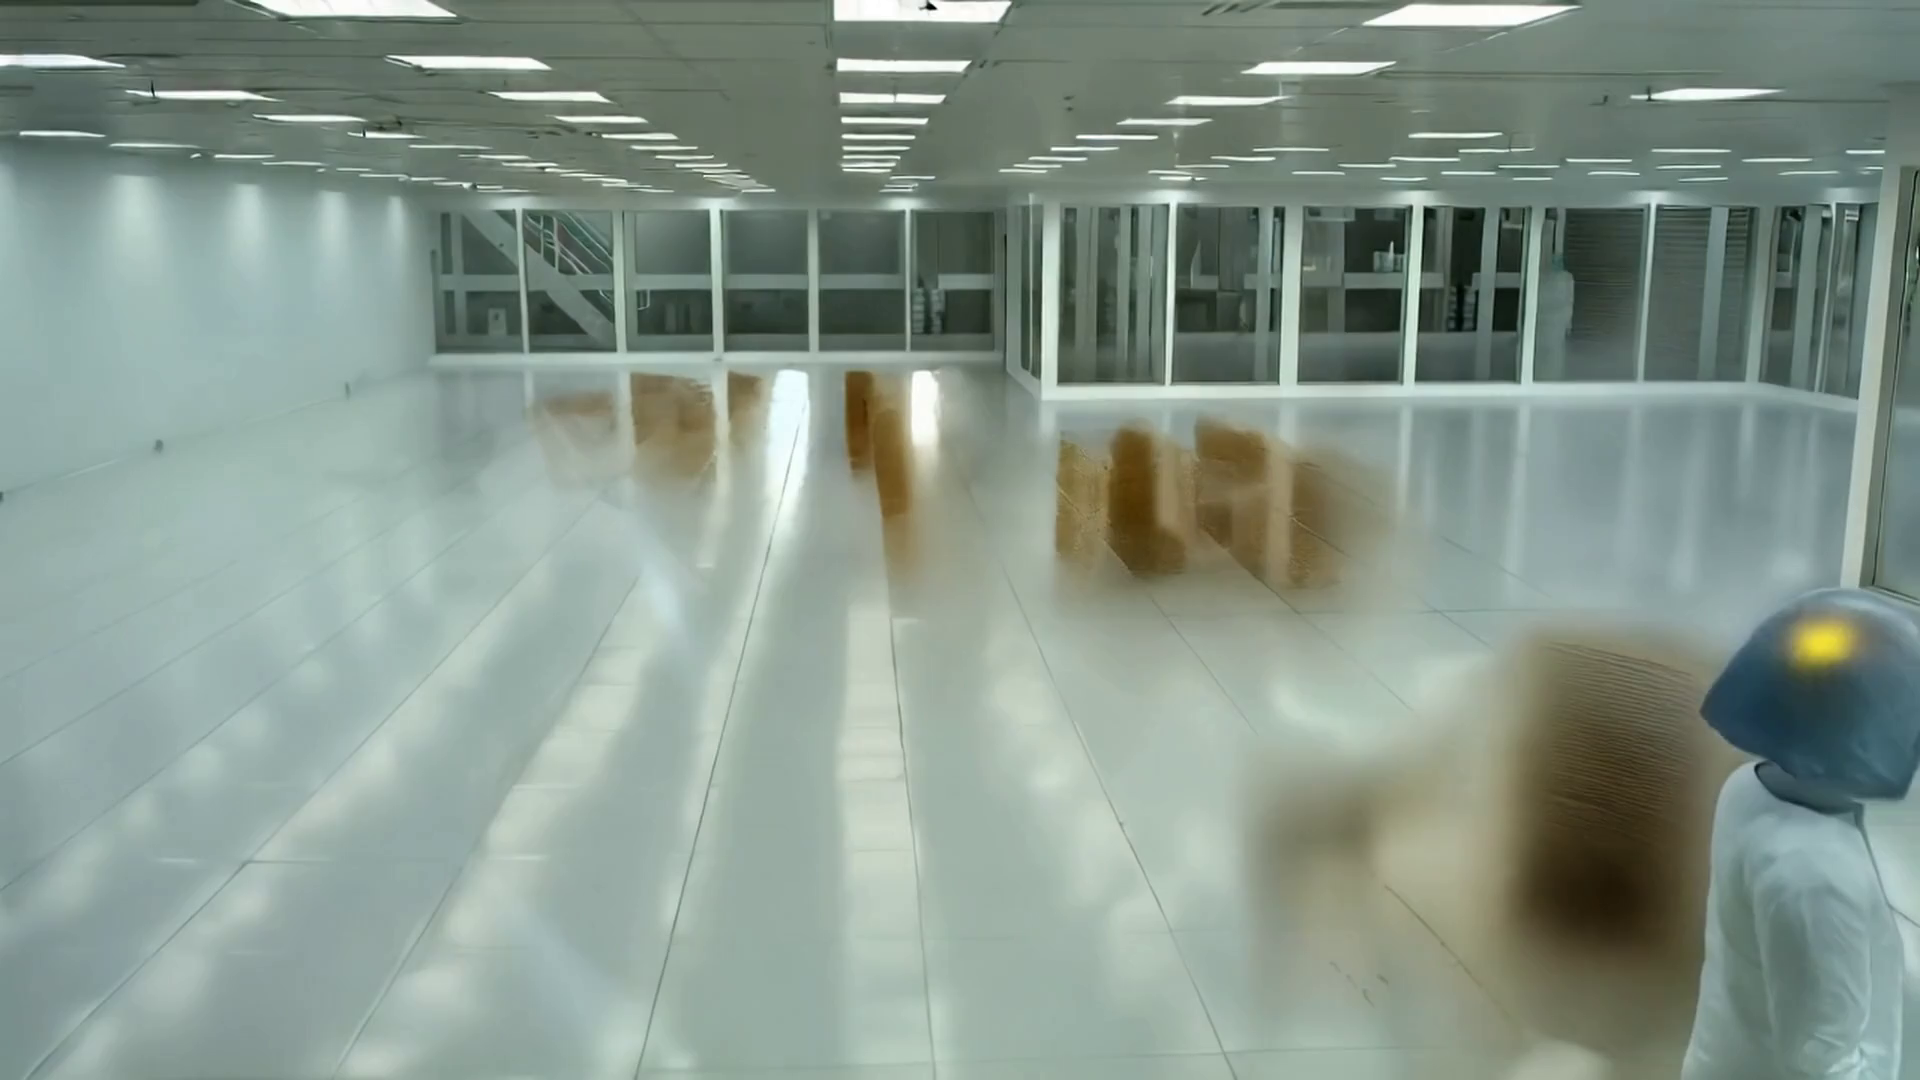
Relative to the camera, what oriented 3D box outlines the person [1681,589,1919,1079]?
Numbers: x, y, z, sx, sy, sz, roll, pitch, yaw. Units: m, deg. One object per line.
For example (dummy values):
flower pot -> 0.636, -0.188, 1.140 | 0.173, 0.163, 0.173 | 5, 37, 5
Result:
person -> 1.113, 0.866, 2.253 | 0.289, 1.634, 0.499 | 3, 11, 14
